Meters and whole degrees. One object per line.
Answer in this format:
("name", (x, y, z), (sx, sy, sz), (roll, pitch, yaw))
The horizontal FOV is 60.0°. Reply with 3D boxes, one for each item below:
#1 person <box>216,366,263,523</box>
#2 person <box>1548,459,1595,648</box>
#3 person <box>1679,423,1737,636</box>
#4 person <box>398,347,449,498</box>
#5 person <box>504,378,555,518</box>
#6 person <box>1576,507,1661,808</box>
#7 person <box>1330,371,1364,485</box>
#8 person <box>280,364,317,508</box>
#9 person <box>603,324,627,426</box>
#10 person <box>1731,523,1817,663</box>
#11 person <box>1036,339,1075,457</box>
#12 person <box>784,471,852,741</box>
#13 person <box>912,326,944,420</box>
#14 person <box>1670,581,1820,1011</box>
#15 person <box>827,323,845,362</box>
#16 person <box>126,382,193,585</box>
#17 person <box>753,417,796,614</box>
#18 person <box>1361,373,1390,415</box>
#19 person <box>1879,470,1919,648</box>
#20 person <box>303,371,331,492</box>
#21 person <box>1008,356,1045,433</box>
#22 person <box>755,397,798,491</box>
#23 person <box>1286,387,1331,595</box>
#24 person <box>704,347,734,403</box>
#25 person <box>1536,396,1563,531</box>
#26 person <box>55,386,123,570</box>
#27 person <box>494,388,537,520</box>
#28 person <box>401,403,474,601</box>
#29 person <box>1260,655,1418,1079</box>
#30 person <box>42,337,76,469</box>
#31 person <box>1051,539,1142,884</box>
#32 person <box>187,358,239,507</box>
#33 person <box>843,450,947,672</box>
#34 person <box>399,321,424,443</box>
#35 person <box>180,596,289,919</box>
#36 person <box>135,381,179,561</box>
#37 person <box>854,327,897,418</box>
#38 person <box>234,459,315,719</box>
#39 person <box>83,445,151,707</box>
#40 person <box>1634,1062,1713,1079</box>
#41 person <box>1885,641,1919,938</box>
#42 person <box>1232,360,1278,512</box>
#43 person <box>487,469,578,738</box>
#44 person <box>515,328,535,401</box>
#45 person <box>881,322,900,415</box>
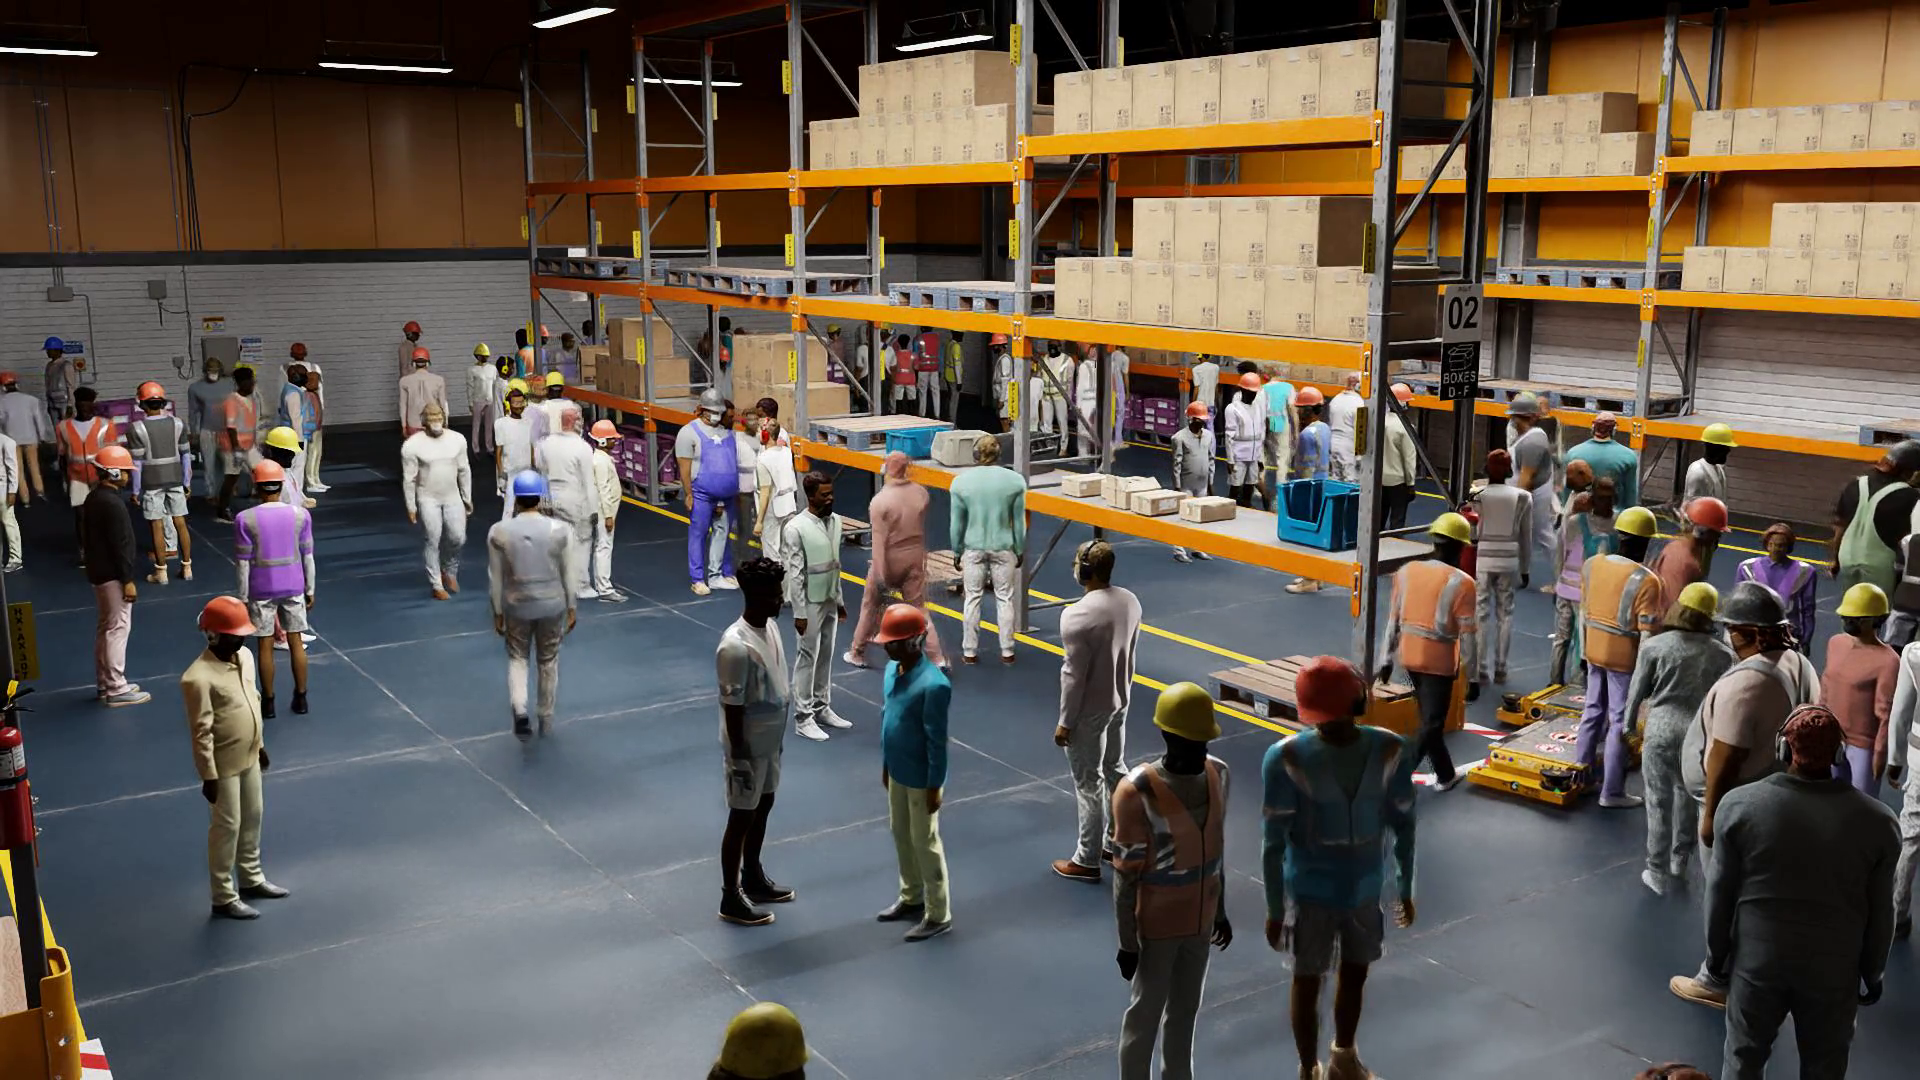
("person", (-8.579, -1.128, 19.944), (0.944, 1.906, 0.630), (2, 11, 11))
("person", (5.281, 0.116, 14.304), (0.264, 1.631, 0.508), (2, 11, 9))
("person", (6.504, -0.068, 14.516), (0.397, 1.920, 0.586), (10, 15, 40))
("person", (-7.035, -1.533, 21.851), (0.620, 1.986, 0.409), (-3, 12, -17))
("person", (-4.825, -0.850, 18.548), (0.690, 1.910, 0.587), (4, 12, 21))
("person", (4.131, 0.735, 10.424), (0.395, 1.913, 0.592), (-5, 12, -25))
("person", (4.582, -1.028, 19.496), (0.399, 1.897, 0.673), (-4, 12, -20))
("person", (-8.409, -1.322, 21.165), (0.431, 1.835, 0.624), (-4, 12, -22))
("person", (-6.118, -2.892, 29.190), (0.562, 1.835, 0.396), (4, 12, 18))
("person", (5.556, 0.686, 11.397), (0.523, 1.632, 0.315), (6, 13, 29))
("person", (1.448, -2.203, 25.667), (0.627, 1.835, 0.428), (5, 12, 26))
("person", (-1.022, 0.450, 11.864), (0.392, 1.919, 0.591), (6, 12, 27))
("person", (-0.597, -3.069, 30.113), (0.631, 1.836, 0.432), (-6, 13, -29))
("person", (3.666, 1.177, 7.827), (0.680, 2.000, 0.535), (-8, 14, -35))
("person", (-2.258, -3.040, 30.125), (0.316, 1.765, 0.523), (4, 12, 19))
("person", (-8.069, -0.573, 16.774), (0.378, 2.045, 0.605), (10, 15, 40))
("person", (-1.737, -0.226, 15.506), (0.389, 1.847, 0.567), (4, 12, 17))
("person", (5.519, -1.419, 21.997), (0.535, 1.697, 0.318), (8, 14, 35))
("person", (7.868, 0.132, 13.939), (0.320, 1.742, 0.492), (-3, 11, -14))
("person", (-8.690, -1.457, 22.378), (0.283, 1.626, 0.510), (-1, 11, -5))
("person", (0.892, -1.534, 22.132), (0.513, 1.876, 0.328), (-4, 12, -20))
("person", (-1.848, -0.476, 16.643), (0.411, 1.906, 0.602), (-4, 12, -18))
("person", (3.410, -0.485, 16.327), (0.390, 2.040, 0.614), (6, 12, 27))
("person", (-3.570, -2.025, 24.973), (0.333, 1.744, 0.559), (11, 15, 43))
("person", (6.839, -0.875, 19.412), (0.533, 1.611, 0.579), (-3, 11, -14))
("person", (-9.295, -0.704, 17.796), (0.598, 1.920, 0.988), (-4, 12, -19))
("person", (-4.741, -0.697, 17.853), (0.328, 1.874, 0.517), (10, 15, 42))
("person", (-5.012, -0.365, 15.999), (0.674, 1.930, 0.423), (-8, 14, -35))
("person", (1.530, 1.415, 6.740), (0.677, 2.002, 0.497), (-1, 11, -7))
("person", (-13.120, -1.990, 24.275), (0.605, 1.948, 0.384), (6, 13, 29))
("person", (0.750, 0.945, 9.278), (0.372, 1.940, 0.632), (9, 14, 39))
("person", (-9.543, -1.403, 21.367), (0.680, 1.913, 0.608), (-4, 12, -18))
("person", (-0.521, 0.185, 13.449), (0.628, 1.834, 1.020), (-9, 14, -38))
("person", (-8.943, -2.581, 27.212), (0.412, 1.985, 0.614), (1, 11, 4))
("person", (-3.833, 1.140, 8.792), (0.354, 1.738, 0.575), (1, 11, 6))
("person", (-8.669, -0.751, 17.962), (0.372, 1.940, 0.630), (-4, 12, -22))
("person", (-1.366, -2.458, 26.434), (0.697, 2.000, 0.538), (-6, 13, -29))
("person", (-5.062, 0.361, 12.319), (0.549, 1.924, 0.391), (-8, 14, -35))
("person", (-6.415, 0.267, 12.667), (0.434, 1.977, 0.602), (-10, 15, -41))
("person", (1.850, 2.118, 4.121), (0.646, 1.605, 0.401), (9, 14, 38))
("person", (4.992, 1.153, 8.408), (0.365, 1.873, 0.594), (-8, 13, -34))
("person", (3.638, -1.269, 20.649), (0.611, 1.932, 0.921), (-9, 14, -39))
("person", (-3.003, 0.468, 11.754), (0.611, 1.933, 0.477), (-2, 11, -10))
("person", (-6.881, -2.405, 26.482), (0.392, 1.917, 0.593), (2, 11, 12))
("person", (-1.344, -3.118, 30.376), (0.403, 1.825, 0.597), (-9, 14, -39))
